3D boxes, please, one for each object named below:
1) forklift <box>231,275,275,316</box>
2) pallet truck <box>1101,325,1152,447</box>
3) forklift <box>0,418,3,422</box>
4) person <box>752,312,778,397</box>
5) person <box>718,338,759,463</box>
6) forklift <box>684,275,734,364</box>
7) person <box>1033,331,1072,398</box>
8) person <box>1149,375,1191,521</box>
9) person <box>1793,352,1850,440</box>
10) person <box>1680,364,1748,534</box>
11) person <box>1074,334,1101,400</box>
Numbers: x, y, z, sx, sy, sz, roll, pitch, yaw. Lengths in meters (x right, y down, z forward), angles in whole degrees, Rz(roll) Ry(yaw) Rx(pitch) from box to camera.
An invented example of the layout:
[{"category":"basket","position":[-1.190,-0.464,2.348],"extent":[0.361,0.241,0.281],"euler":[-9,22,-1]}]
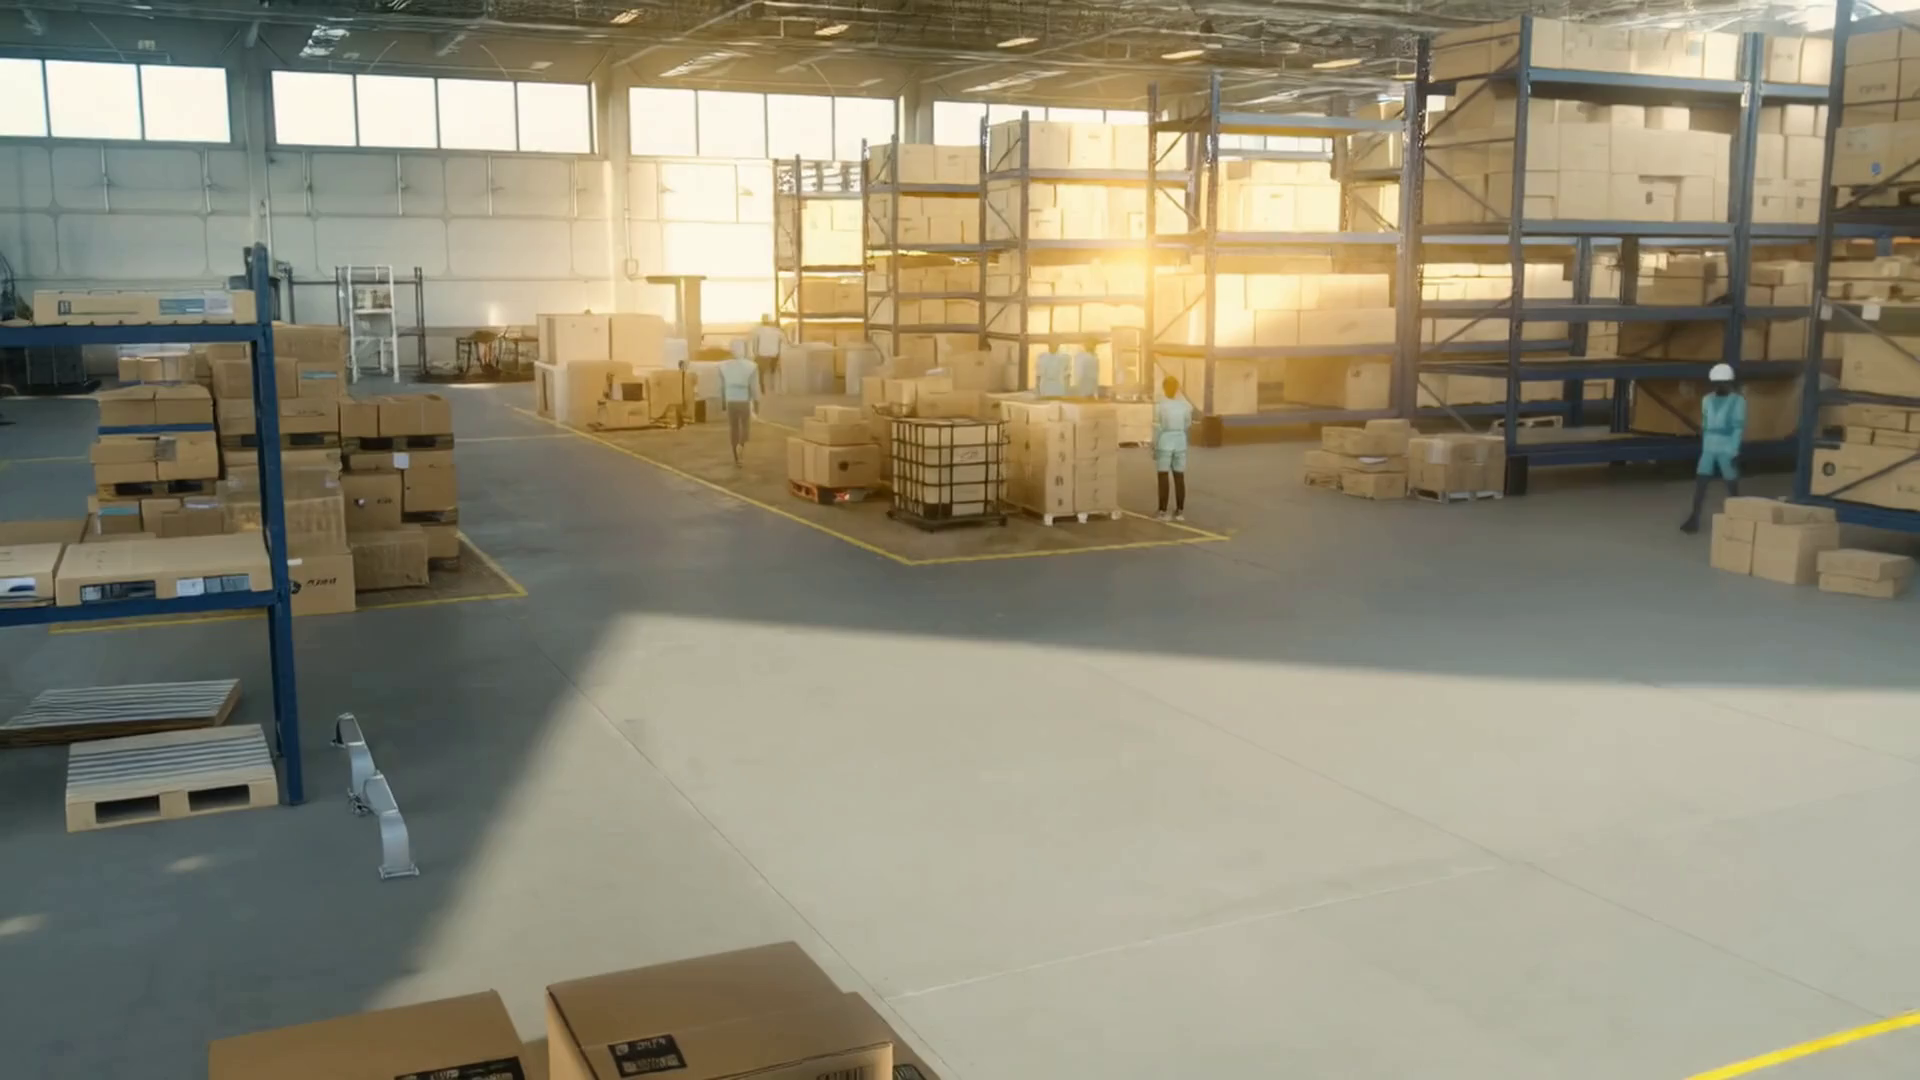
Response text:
[{"category":"forklift","position":[-16.725,-4.902,39.503],"extent":[1.129,2.768,1.873],"euler":[-4,10,-25]},{"category":"pallet truck","position":[2.881,-2.596,27.923],"extent":[0.823,1.965,1.885],"euler":[-1,9,-7]},{"category":"forklift","position":[-18.943,-3.530,30.990],"extent":[1.873,2.768,1.129],"euler":[7,12,39]},{"category":"person","position":[-4.513,-4.291,38.503],"extent":[0.661,1.970,0.429],"euler":[-5,11,-30]},{"category":"person","position":[-3.345,-2.082,25.072],"extent":[0.598,1.901,0.716],"euler":[0,9,2]},{"category":"forklift","position":[-6.180,-4.783,38.760],"extent":[1.873,2.768,1.129],"euler":[-1,9,-4]},{"category":"person","position":[1.531,-2.503,27.596],"extent":[0.636,1.936,0.822],"euler":[1,9,4]},{"category":"person","position":[2.439,-1.067,19.371],"extent":[0.535,1.697,0.318],"euler":[-4,10,-26]},{"category":"person","position":[11.027,-1.440,21.120],"extent":[0.862,1.870,0.665],"euler":[-4,10,-21]},{"category":"person","position":[8.419,-1.004,18.419],"extent":[0.985,1.884,0.562],"euler":[-6,11,-33]},{"category":"person","position":[1.983,-2.353,26.733],"extent":[0.696,1.904,0.654],"euler":[7,12,39]}]
